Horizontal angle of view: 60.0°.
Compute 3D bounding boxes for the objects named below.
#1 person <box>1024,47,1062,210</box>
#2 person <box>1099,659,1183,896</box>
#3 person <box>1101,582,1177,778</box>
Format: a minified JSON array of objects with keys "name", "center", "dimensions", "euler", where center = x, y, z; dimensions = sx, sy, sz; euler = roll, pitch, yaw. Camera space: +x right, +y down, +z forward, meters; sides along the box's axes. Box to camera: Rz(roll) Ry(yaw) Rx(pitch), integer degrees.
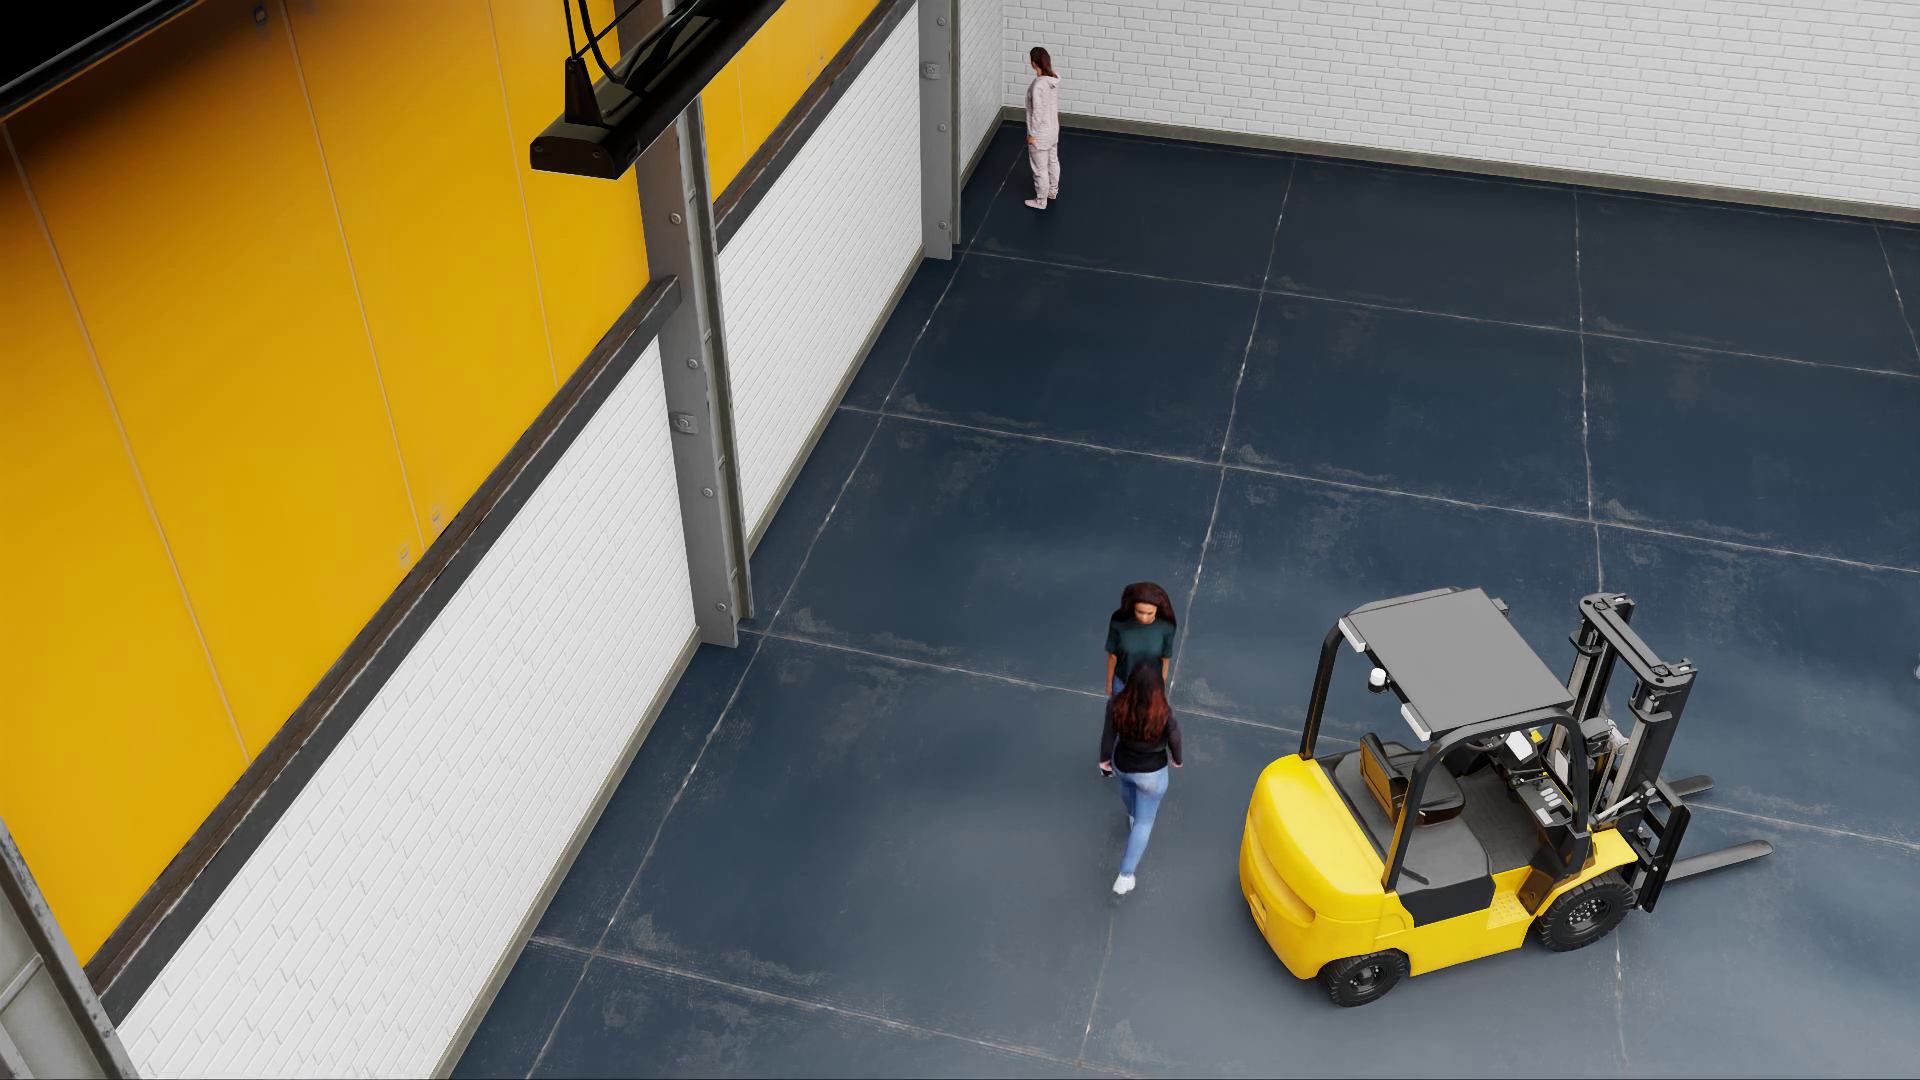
[{"name":"person","center":[0.874,-4.266,17.210],"dimensions":[0.753,1.688,0.596],"euler":[20,43,23]},{"name":"person","center":[1.082,1.444,10.135],"dimensions":[0.766,1.595,1.152],"euler":[16,41,19]},{"name":"person","center":[1.149,0.898,10.802],"dimensions":[0.629,1.616,0.628],"euler":[4,39,5]}]
